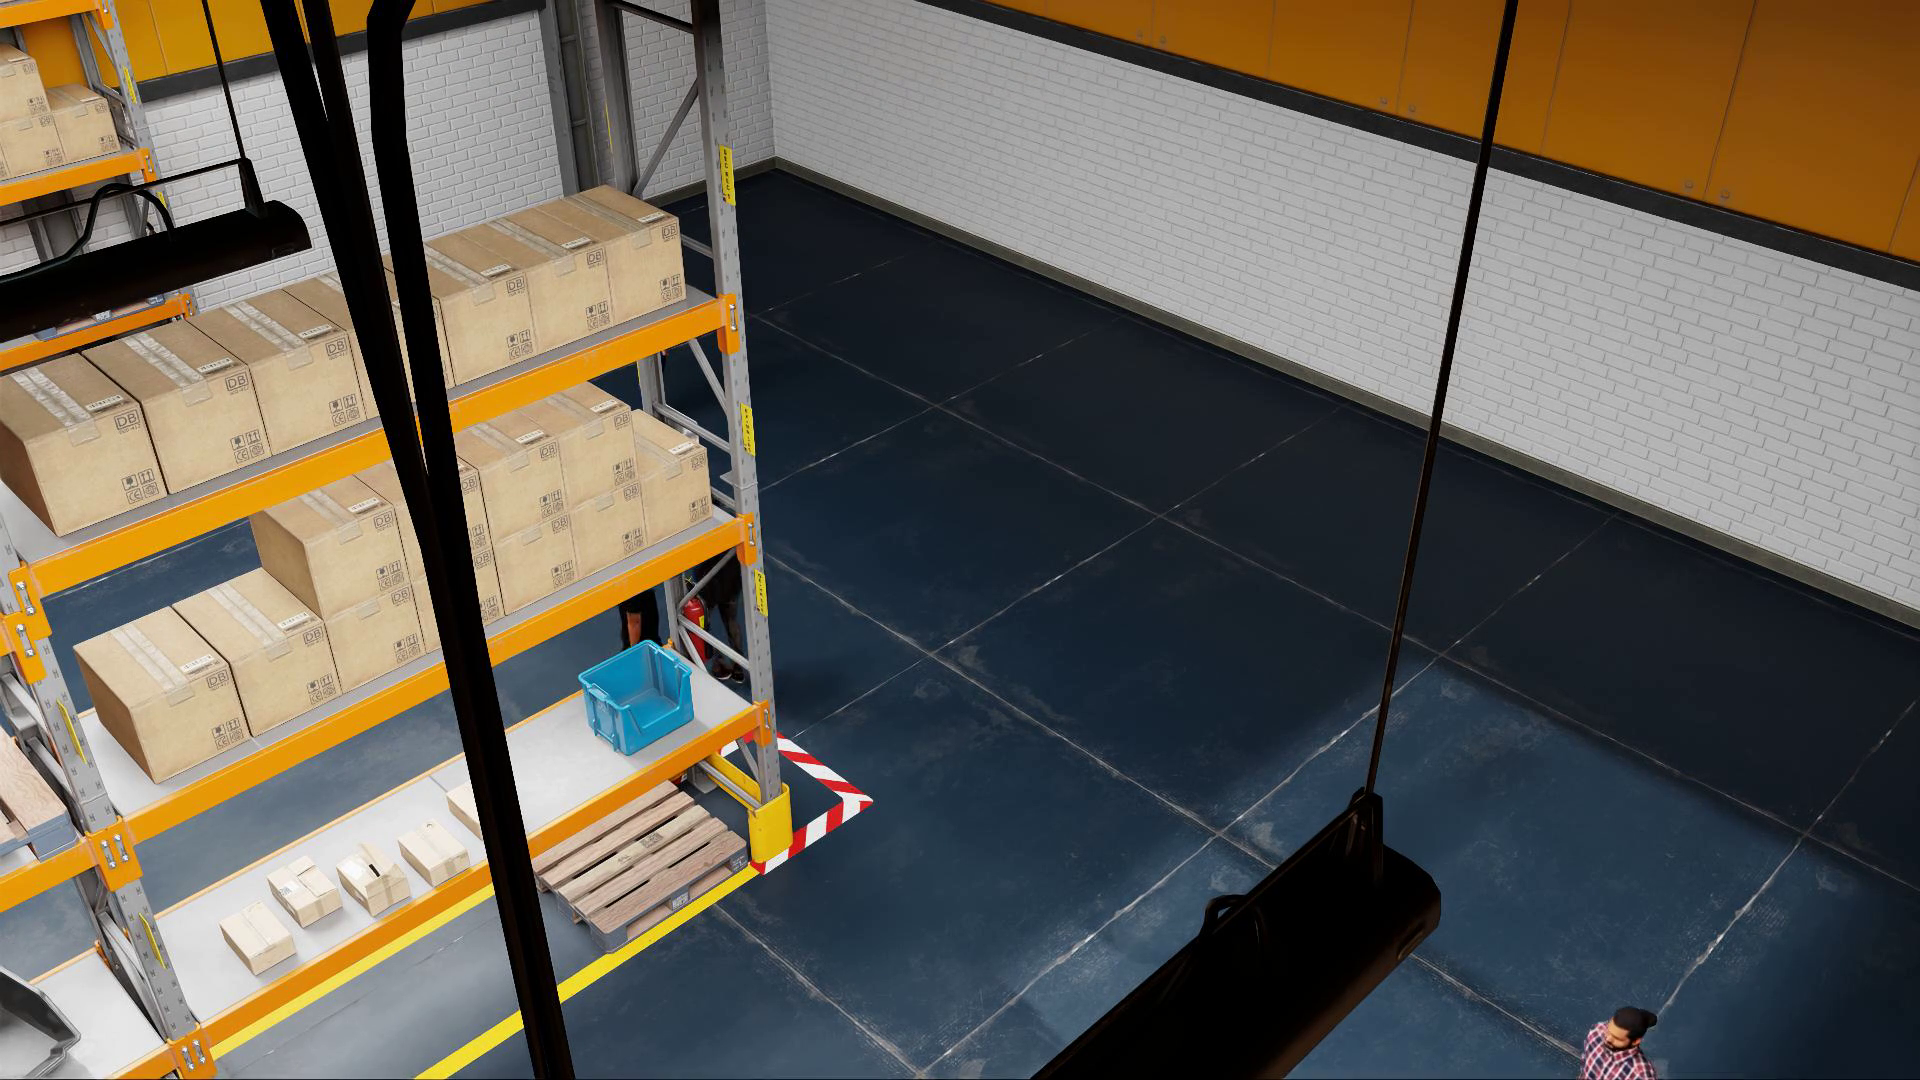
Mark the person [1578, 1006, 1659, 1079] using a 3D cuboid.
[{"bbox_3d":[3.510,3.128,8.929,1.091,1.741,0.921,-12,36,-18],"label":"person"}]

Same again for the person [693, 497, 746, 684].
[{"bbox_3d":[-1.810,0.400,12.989,0.735,1.790,0.553,25,41,33],"label":"person"}]
